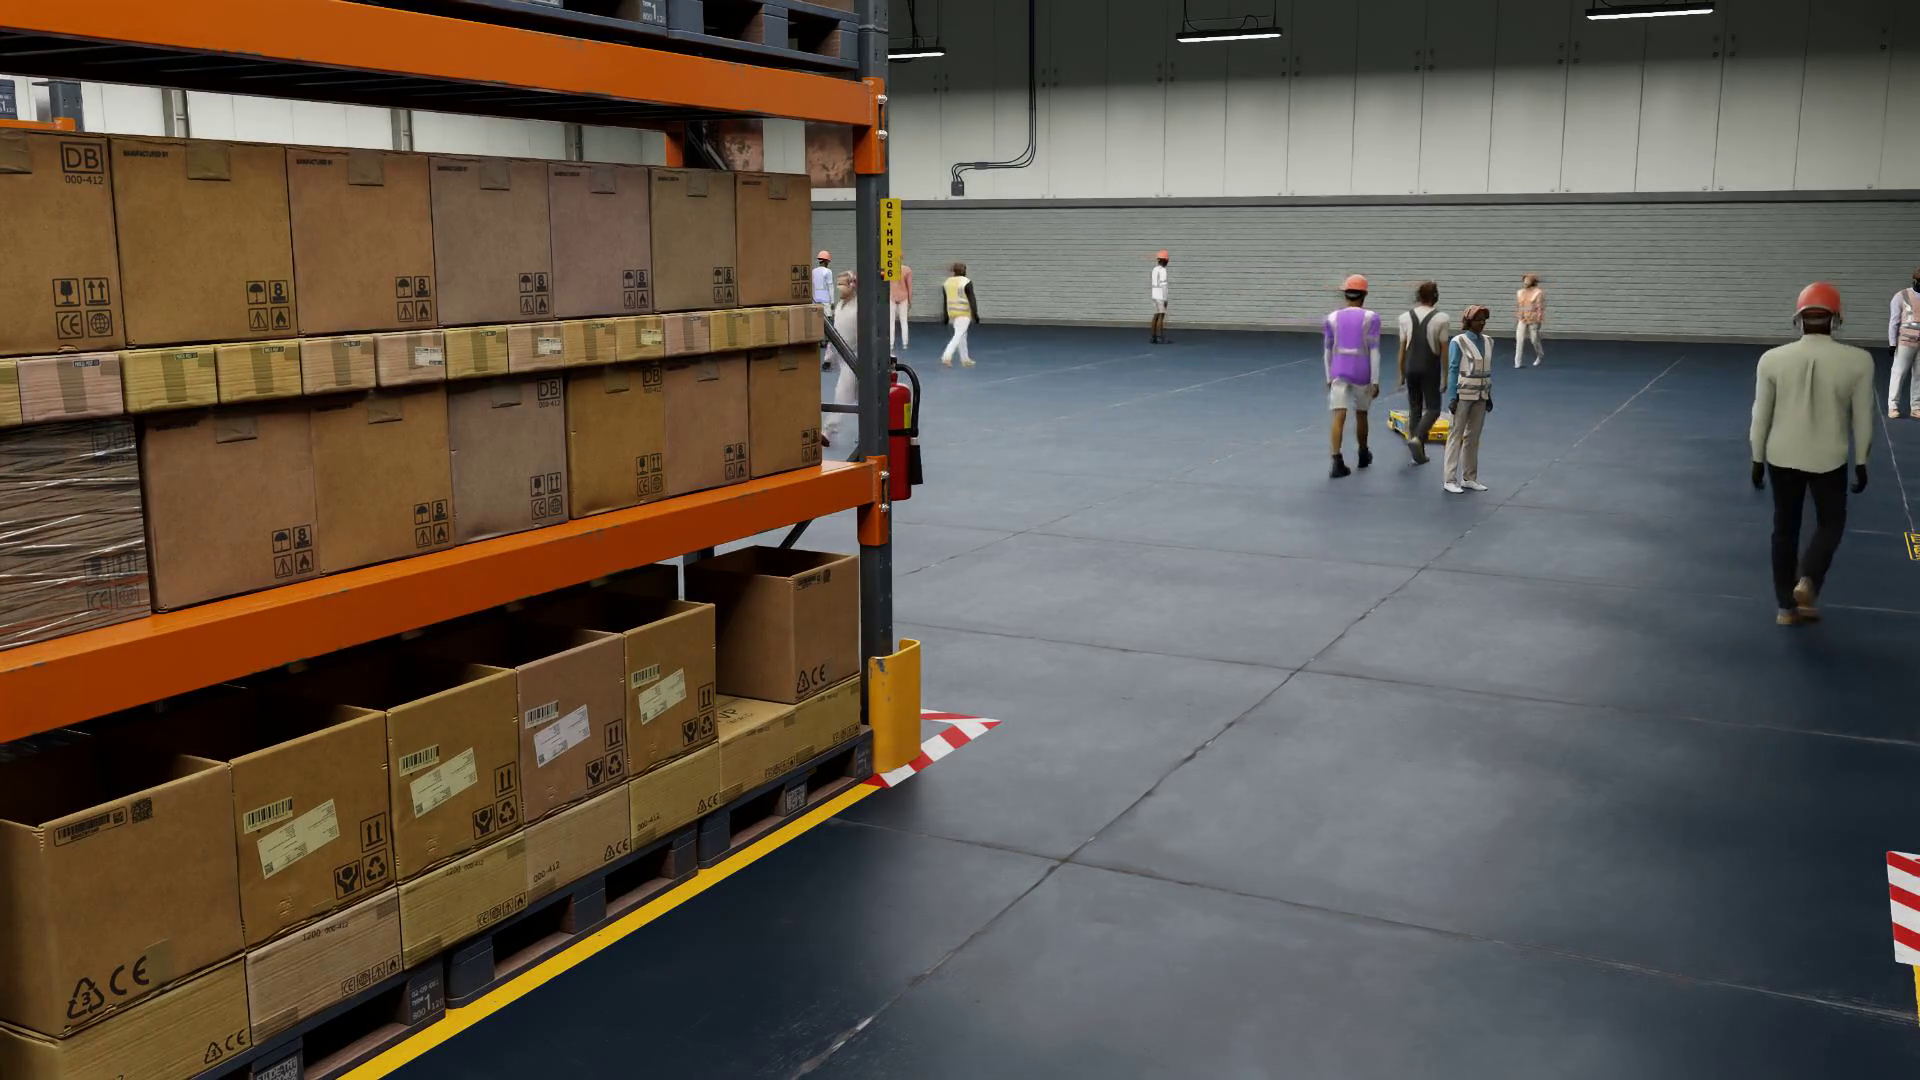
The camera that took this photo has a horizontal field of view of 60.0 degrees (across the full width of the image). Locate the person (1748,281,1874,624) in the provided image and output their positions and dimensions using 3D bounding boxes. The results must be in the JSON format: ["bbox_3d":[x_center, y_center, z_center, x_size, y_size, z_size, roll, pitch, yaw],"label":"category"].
[{"bbox_3d":[4.817,-0.469,9.455,0.634,1.983,0.539,7,13,34],"label":"person"}]

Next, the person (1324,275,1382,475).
[{"bbox_3d":[3.707,-1.560,15.721,0.556,1.870,1.038,5,12,25],"label":"person"}]

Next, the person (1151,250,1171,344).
[{"bbox_3d":[4.182,-5.031,34.469,0.378,1.932,0.551,-3,11,-16],"label":"person"}]

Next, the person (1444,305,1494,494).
[{"bbox_3d":[4.460,-1.232,14.555,0.523,1.639,0.308,-6,12,-31],"label":"person"}]

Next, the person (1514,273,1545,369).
[{"bbox_3d":[9.657,-3.710,28.130,0.687,1.612,0.523,-10,15,-44],"label":"person"}]

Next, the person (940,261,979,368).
[{"bbox_3d":[-0.046,-3.832,28.298,0.907,1.808,0.622,-10,14,-42],"label":"person"}]

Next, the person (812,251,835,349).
[{"bbox_3d":[-2.693,-4.752,32.948,0.543,1.934,0.362,8,13,36],"label":"person"}]

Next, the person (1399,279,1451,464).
[{"bbox_3d":[4.486,-1.618,16.162,0.507,1.830,0.568,7,13,35],"label":"person"}]

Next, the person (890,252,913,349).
[{"bbox_3d":[-1.247,-4.770,32.887,0.623,1.989,0.401,-1,10,-8],"label":"person"}]

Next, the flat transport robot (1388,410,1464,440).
[{"bbox_3d":[5.246,-1.298,18.650,0.652,0.197,1.431,1,10,5],"label":"flat transport robot"}]

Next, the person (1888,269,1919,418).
[{"bbox_3d":[11.743,-2.411,20.434,0.633,1.842,0.429,1,10,3],"label":"person"}]

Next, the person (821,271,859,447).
[{"bbox_3d":[-1.232,-1.912,17.682,1.012,1.853,0.654,-5,12,-28],"label":"person"}]
